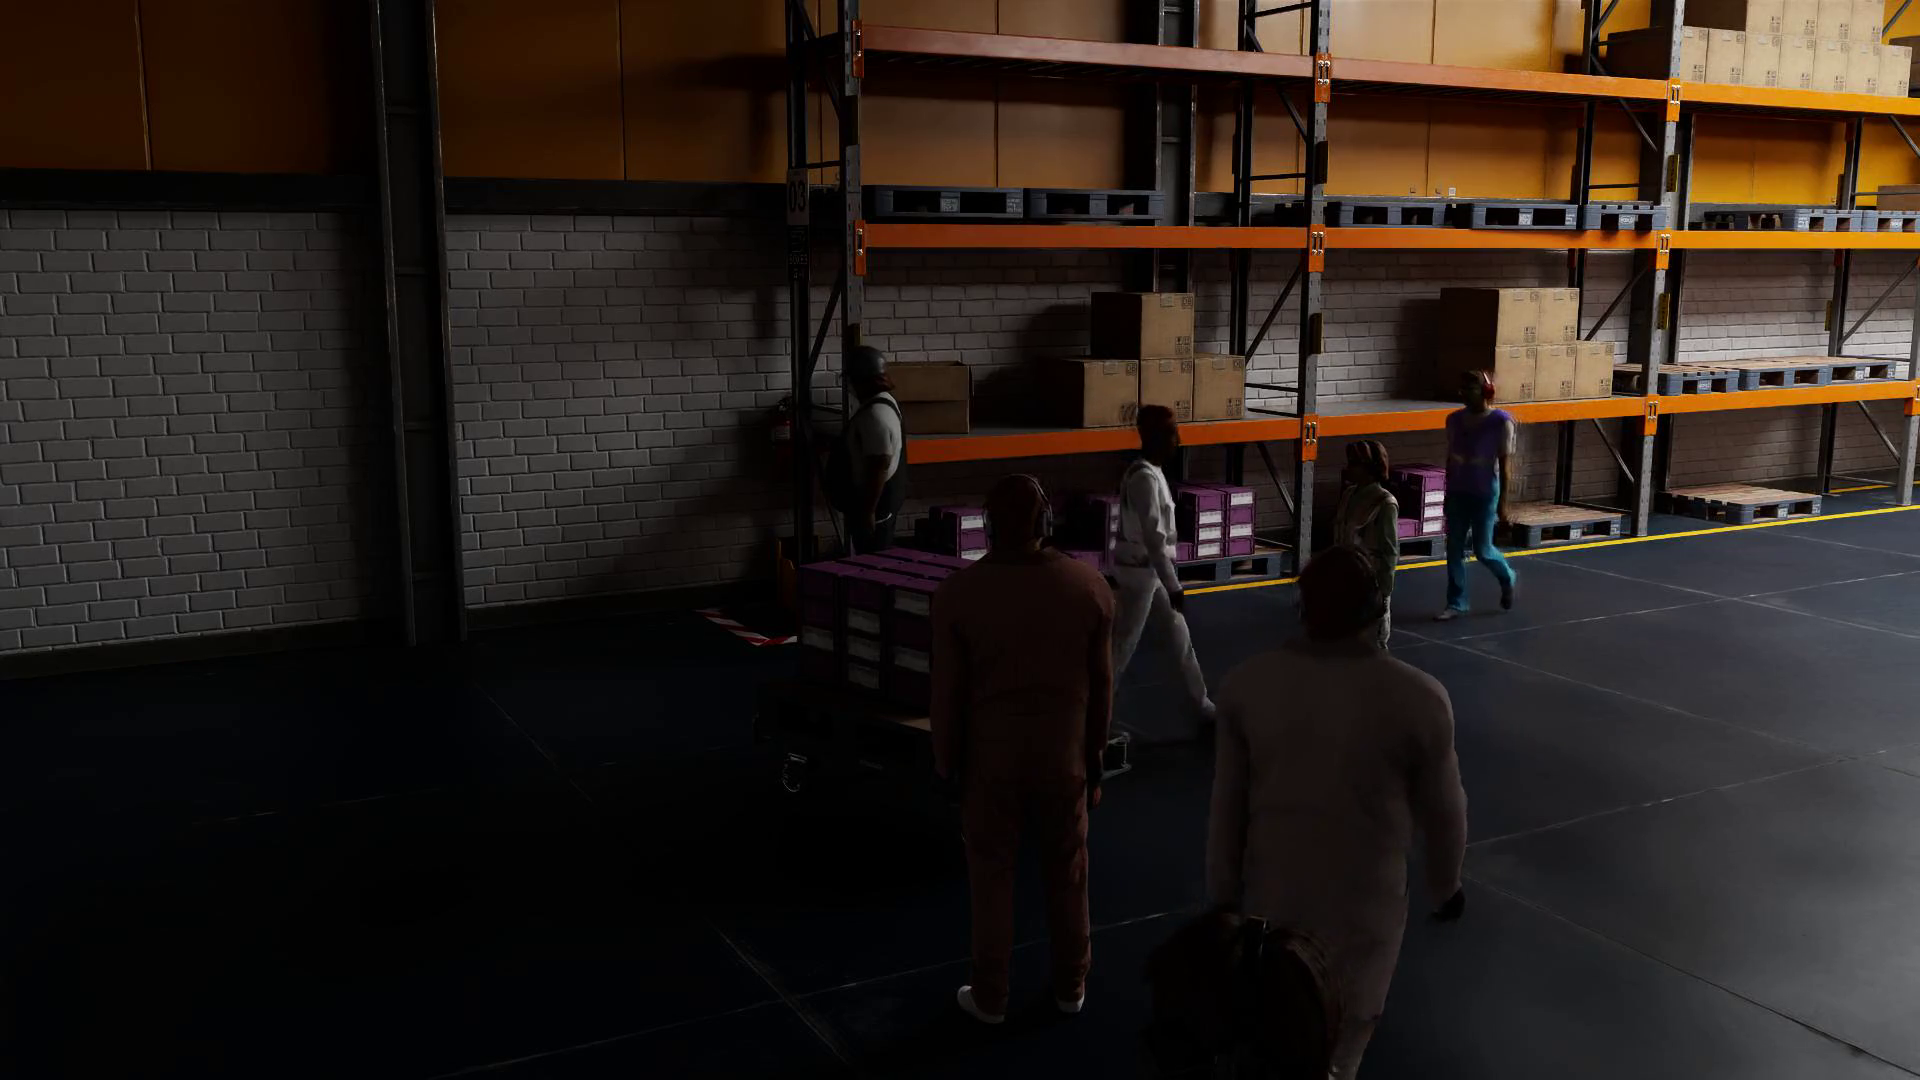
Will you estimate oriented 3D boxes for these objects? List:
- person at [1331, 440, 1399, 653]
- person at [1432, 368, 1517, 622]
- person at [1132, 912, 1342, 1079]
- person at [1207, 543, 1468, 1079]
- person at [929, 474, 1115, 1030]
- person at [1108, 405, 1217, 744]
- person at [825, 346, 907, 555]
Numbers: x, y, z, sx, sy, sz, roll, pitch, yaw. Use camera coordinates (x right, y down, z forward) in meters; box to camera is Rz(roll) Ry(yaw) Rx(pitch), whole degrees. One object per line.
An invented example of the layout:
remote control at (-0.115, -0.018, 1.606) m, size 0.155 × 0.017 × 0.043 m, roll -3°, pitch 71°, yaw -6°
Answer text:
person at (2.187, 0.272, 9.033) m, size 0.306 × 1.640 × 0.522 m, roll -3°, pitch 10°, yaw -17°
person at (3.729, -0.324, 11.926) m, size 0.668 × 1.823 × 0.579 m, roll -7°, pitch 12°, yaw -34°
person at (0.342, 1.364, 2.161) m, size 0.428 × 1.845 × 0.621 m, roll 1°, pitch 10°, yaw 8°
person at (1.015, 0.946, 4.548) m, size 0.645 × 1.870 × 0.979 m, roll 7°, pitch 12°, yaw 34°
person at (0.202, 0.721, 5.692) m, size 0.639 × 1.904 × 0.402 m, roll -2°, pitch 10°, yaw -12°
person at (1.065, 0.208, 8.843) m, size 0.948 × 1.838 × 0.588 m, roll 2°, pitch 10°, yaw 14°
person at (-0.623, -0.271, 11.006) m, size 0.536 × 2.000 × 0.688 m, roll 1°, pitch 10°, yaw 4°
